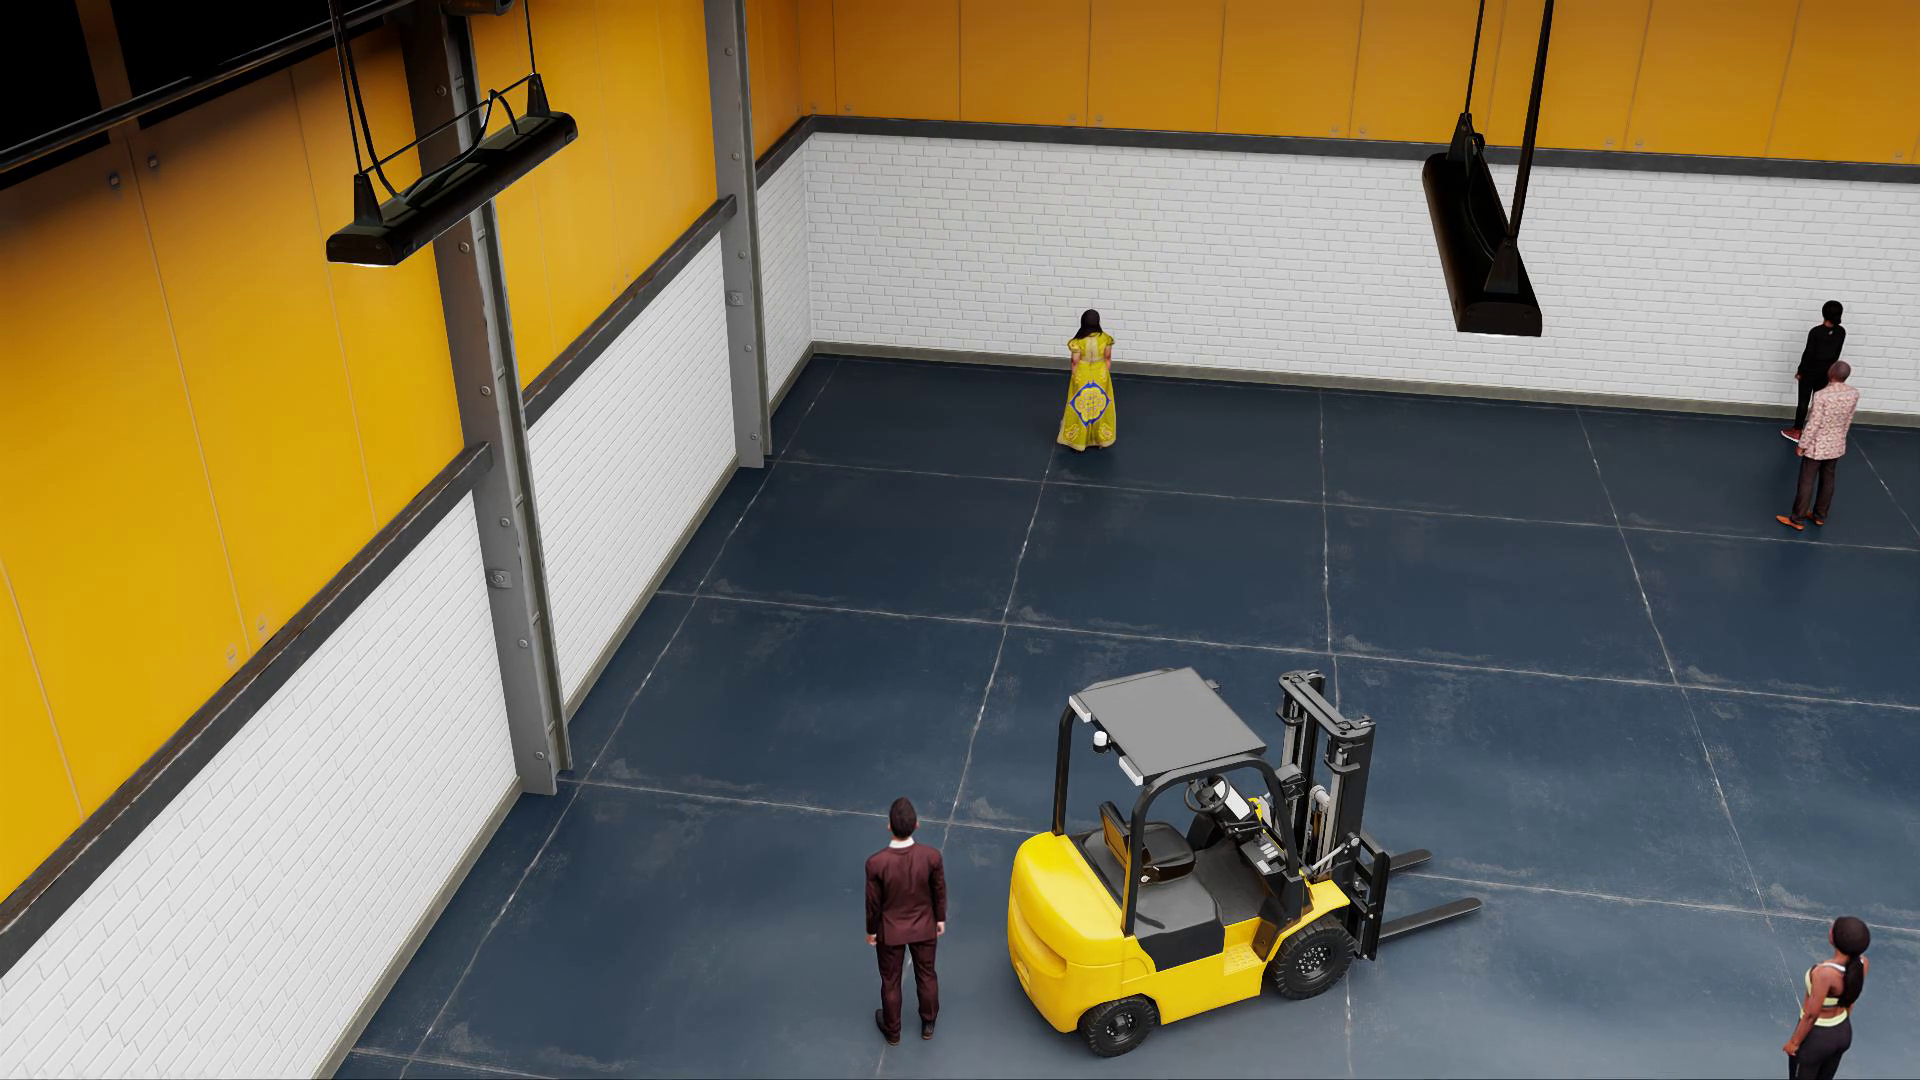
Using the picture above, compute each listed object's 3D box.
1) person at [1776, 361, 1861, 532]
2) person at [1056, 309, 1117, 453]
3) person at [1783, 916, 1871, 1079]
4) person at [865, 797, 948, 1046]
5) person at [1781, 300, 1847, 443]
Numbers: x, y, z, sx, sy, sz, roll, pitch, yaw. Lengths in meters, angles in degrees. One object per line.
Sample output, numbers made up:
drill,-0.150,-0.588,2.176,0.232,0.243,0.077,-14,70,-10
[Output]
person,8.738,-0.958,16.824,0.770,1.808,0.746,-6,29,-12
person,1.442,-1.782,18.490,0.973,1.660,0.950,-6,29,-11
person,5.060,2.927,9.759,0.640,1.754,0.657,-10,30,-18
person,-0.341,2.433,10.547,0.766,1.866,0.741,-6,29,-10
person,9.642,-1.903,18.696,0.647,1.674,0.616,-2,29,-3
